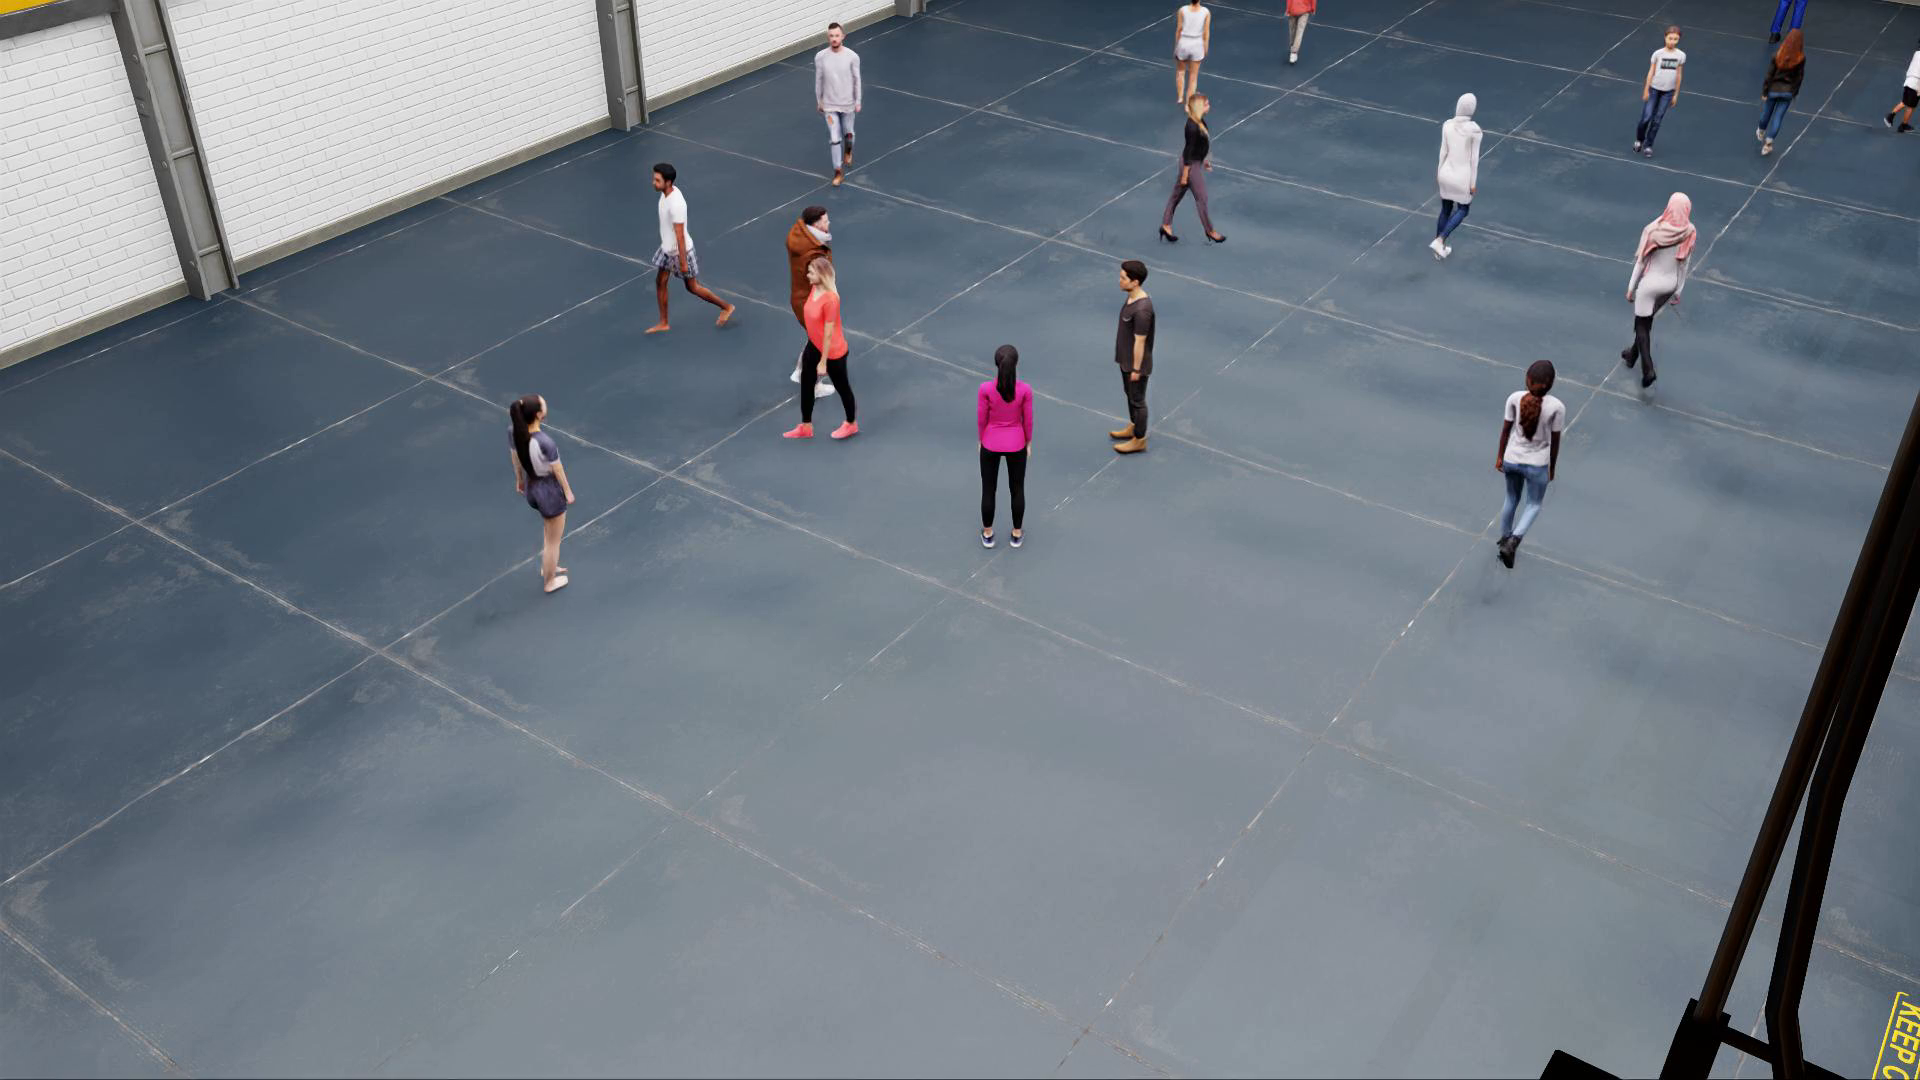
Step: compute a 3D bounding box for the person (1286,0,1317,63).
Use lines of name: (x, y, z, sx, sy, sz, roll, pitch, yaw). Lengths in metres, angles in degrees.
person: (4.658, -7.260, 22.849, 0.718, 1.382, 0.993, 10, 35, 15)

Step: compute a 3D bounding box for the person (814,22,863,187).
person: (-1.392, -5.047, 19.122, 0.964, 1.823, 1.079, 2, 34, 3)

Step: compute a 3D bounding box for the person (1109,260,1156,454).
person: (1.488, -1.547, 13.959, 0.749, 1.711, 0.676, -4, 34, -6)

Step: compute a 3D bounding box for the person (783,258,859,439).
person: (-1.033, -1.607, 14.087, 0.982, 1.669, 0.818, -20, 38, -27)

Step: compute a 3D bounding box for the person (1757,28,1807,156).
person: (9.815, -5.334, 19.891, 0.648, 1.450, 0.933, 16, 37, 22)

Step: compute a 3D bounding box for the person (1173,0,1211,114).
person: (2.914, -6.200, 21.058, 0.679, 1.600, 0.710, 7, 34, 10)

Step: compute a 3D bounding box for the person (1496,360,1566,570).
person: (4.216, -0.530, 12.427, 0.608, 1.712, 0.819, 19, 38, 26)

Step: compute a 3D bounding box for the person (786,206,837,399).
person: (-1.369, -2.061, 14.629, 0.872, 1.823, 0.849, -18, 38, -25)

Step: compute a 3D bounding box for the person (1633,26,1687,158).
person: (8.369, -5.389, 19.878, 0.621, 1.555, 0.668, 7, 34, 10)

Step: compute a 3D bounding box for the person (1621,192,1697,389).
person: (6.257, -2.212, 14.899, 1.029, 1.776, 1.217, 1, 34, 2)

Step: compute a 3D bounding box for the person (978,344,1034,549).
person: (0.337, -0.712, 12.713, 0.676, 1.698, 0.716, -1, 34, -1)

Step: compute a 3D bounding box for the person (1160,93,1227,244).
person: (2.336, -3.898, 17.559, 0.938, 1.640, 0.980, 3, 34, 4)

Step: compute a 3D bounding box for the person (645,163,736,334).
person: (-2.598, -2.751, 15.786, 1.204, 1.692, 1.027, -13, 36, -19)

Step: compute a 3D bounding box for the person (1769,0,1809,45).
person: (11.842, -7.938, 23.449, 0.622, 1.847, 0.664, -29, 43, -36)

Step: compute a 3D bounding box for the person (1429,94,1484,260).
person: (5.068, -3.695, 17.141, 0.788, 1.764, 0.705, -27, 42, -34)

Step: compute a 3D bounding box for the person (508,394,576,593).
person: (-3.095, -0.298, 12.147, 0.613, 1.636, 0.593, 25, 41, 32)

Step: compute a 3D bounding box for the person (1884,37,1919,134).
person: (11.752, -5.652, 20.547, 0.731, 1.253, 0.676, -4, 34, -6)
